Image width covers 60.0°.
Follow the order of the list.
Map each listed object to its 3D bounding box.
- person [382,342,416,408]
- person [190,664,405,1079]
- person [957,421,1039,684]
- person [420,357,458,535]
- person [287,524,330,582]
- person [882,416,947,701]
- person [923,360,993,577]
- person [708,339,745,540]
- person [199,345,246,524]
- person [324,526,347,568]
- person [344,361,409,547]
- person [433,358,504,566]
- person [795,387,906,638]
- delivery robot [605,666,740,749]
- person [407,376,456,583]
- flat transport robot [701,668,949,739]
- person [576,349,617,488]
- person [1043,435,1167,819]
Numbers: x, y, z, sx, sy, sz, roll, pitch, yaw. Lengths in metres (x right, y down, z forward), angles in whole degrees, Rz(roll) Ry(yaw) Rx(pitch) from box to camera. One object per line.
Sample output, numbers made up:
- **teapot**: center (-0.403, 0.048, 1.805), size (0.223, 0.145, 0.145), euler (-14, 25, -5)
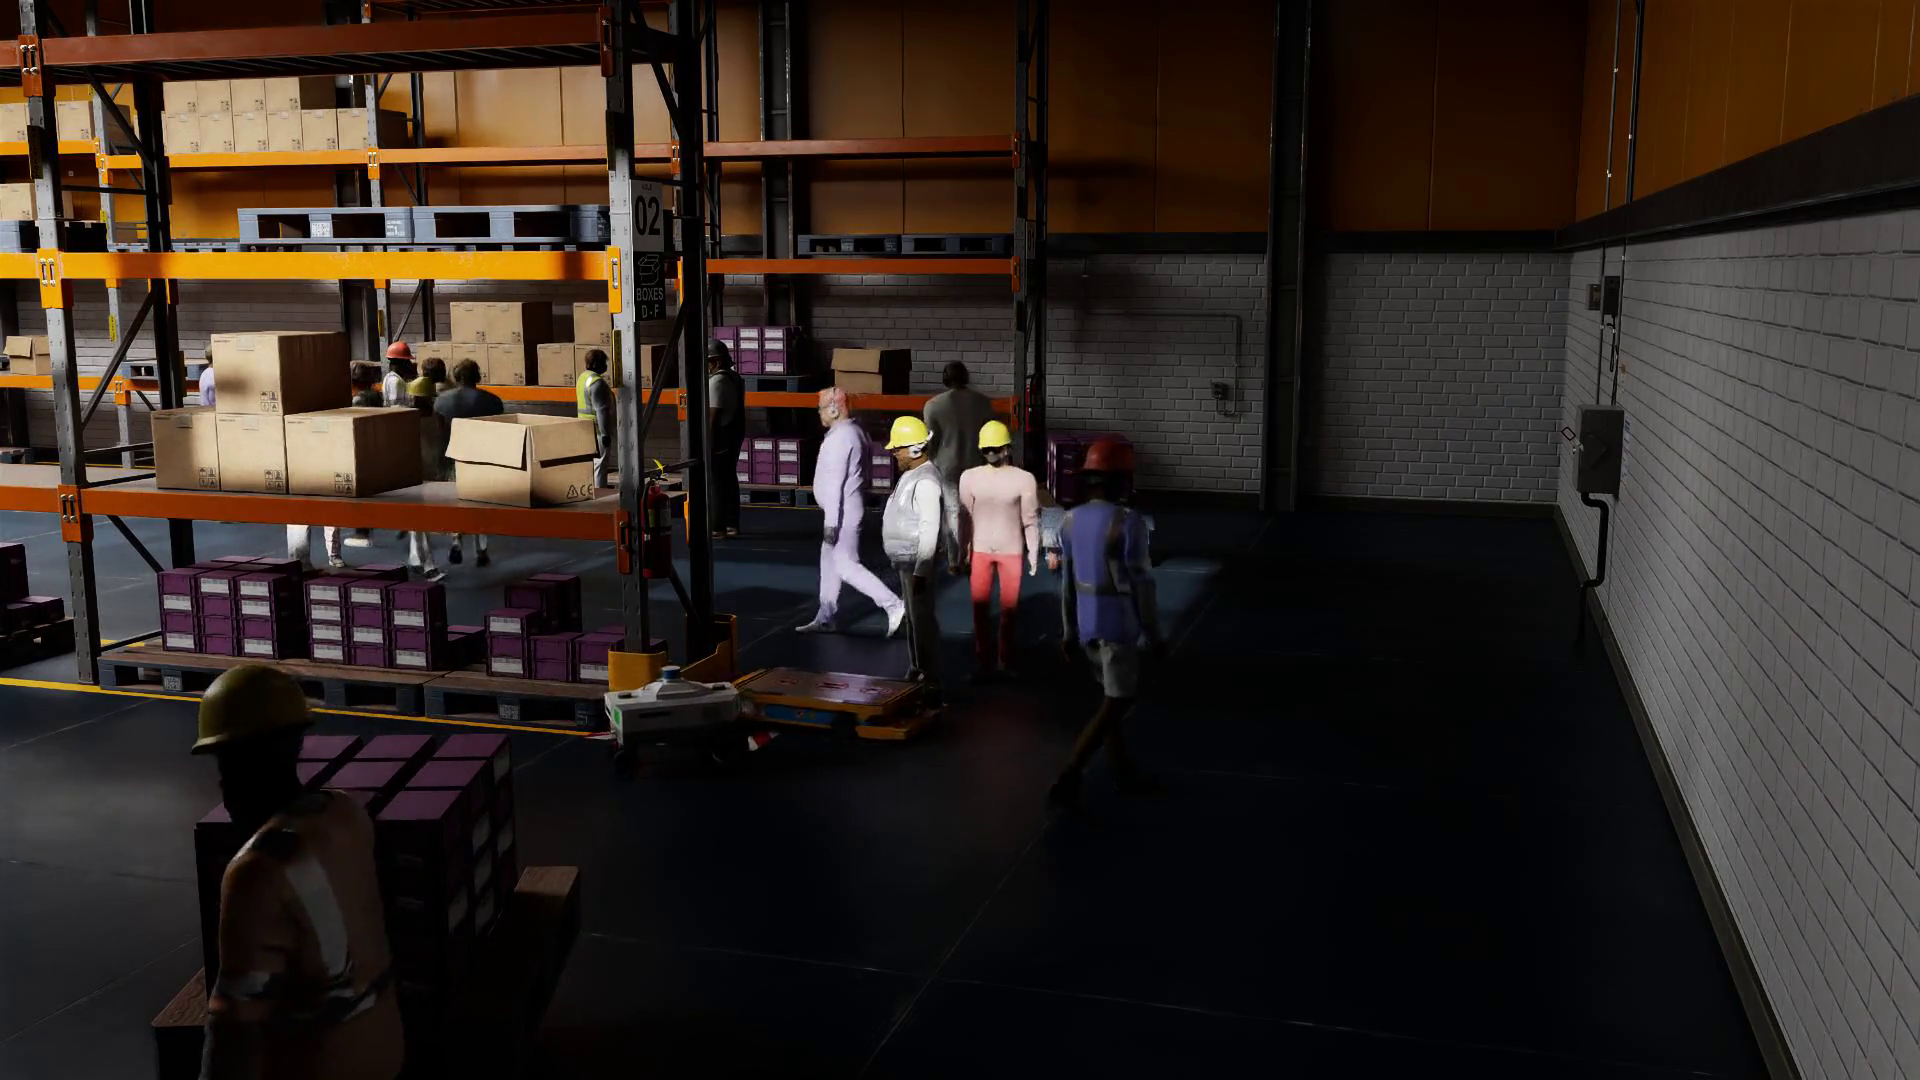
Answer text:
- **person**: center (-6.084, -1.189, 18.126), size (0.375, 1.935, 0.551), euler (-4, 10, -22)
- **person**: center (-1.464, 1.219, 3.706), size (0.954, 1.854, 0.715), euler (-1, 9, -7)
- **person**: center (0.250, 0.084, 10.955), size (0.540, 1.746, 0.462), euler (2, 9, 11)
- **person**: center (-5.324, -0.958, 17.040), size (0.450, 1.828, 0.646), euler (0, 9, 3)
- **person**: center (-5.760, -0.575, 14.544), size (0.337, 1.882, 0.585), euler (-5, 11, -30)
- **person**: center (-0.287, 0.131, 10.432), size (0.403, 1.822, 0.588), euler (-2, 9, -10)
- **person**: center (-0.024, -0.636, 14.804), size (0.656, 1.919, 0.465), euler (-2, 10, -14)
- **person**: center (-2.456, -1.034, 16.867), size (0.535, 2.000, 0.687), euler (2, 10, 12)
- **person**: center (-7.922, -1.141, 17.830), size (0.372, 1.940, 0.631), euler (-6, 11, -32)
- **person**: center (-5.855, -0.719, 15.090), size (0.608, 1.995, 0.377), euler (-5, 11, -28)
- **person**: center (-5.757, -0.828, 16.253), size (0.614, 1.829, 0.522), euler (3, 10, 16)
- **person**: center (-4.456, -0.689, 15.114), size (0.638, 1.923, 0.548), euler (-1, 9, -6)
- **person**: center (-0.791, -0.197, 12.260), size (0.841, 1.878, 0.648), euler (1, 9, 7)
- **delivery robot**: center (-1.576, 0.933, 9.109), size (0.707, 0.478, 0.477), euler (-3, 10, -20)
- **person**: center (-4.632, -0.522, 14.500), size (0.862, 1.790, 0.617), euler (7, 12, 38)
- **flat transport robot**: center (-0.850, 0.968, 10.047), size (1.431, 0.197, 0.652), euler (4, 10, 22)
- **person**: center (-4.016, -1.200, 18.484), size (0.429, 1.844, 0.627), euler (-6, 11, -31)
- **person**: center (0.723, 0.428, 8.370), size (0.897, 1.909, 0.559), euler (-7, 11, -35)
